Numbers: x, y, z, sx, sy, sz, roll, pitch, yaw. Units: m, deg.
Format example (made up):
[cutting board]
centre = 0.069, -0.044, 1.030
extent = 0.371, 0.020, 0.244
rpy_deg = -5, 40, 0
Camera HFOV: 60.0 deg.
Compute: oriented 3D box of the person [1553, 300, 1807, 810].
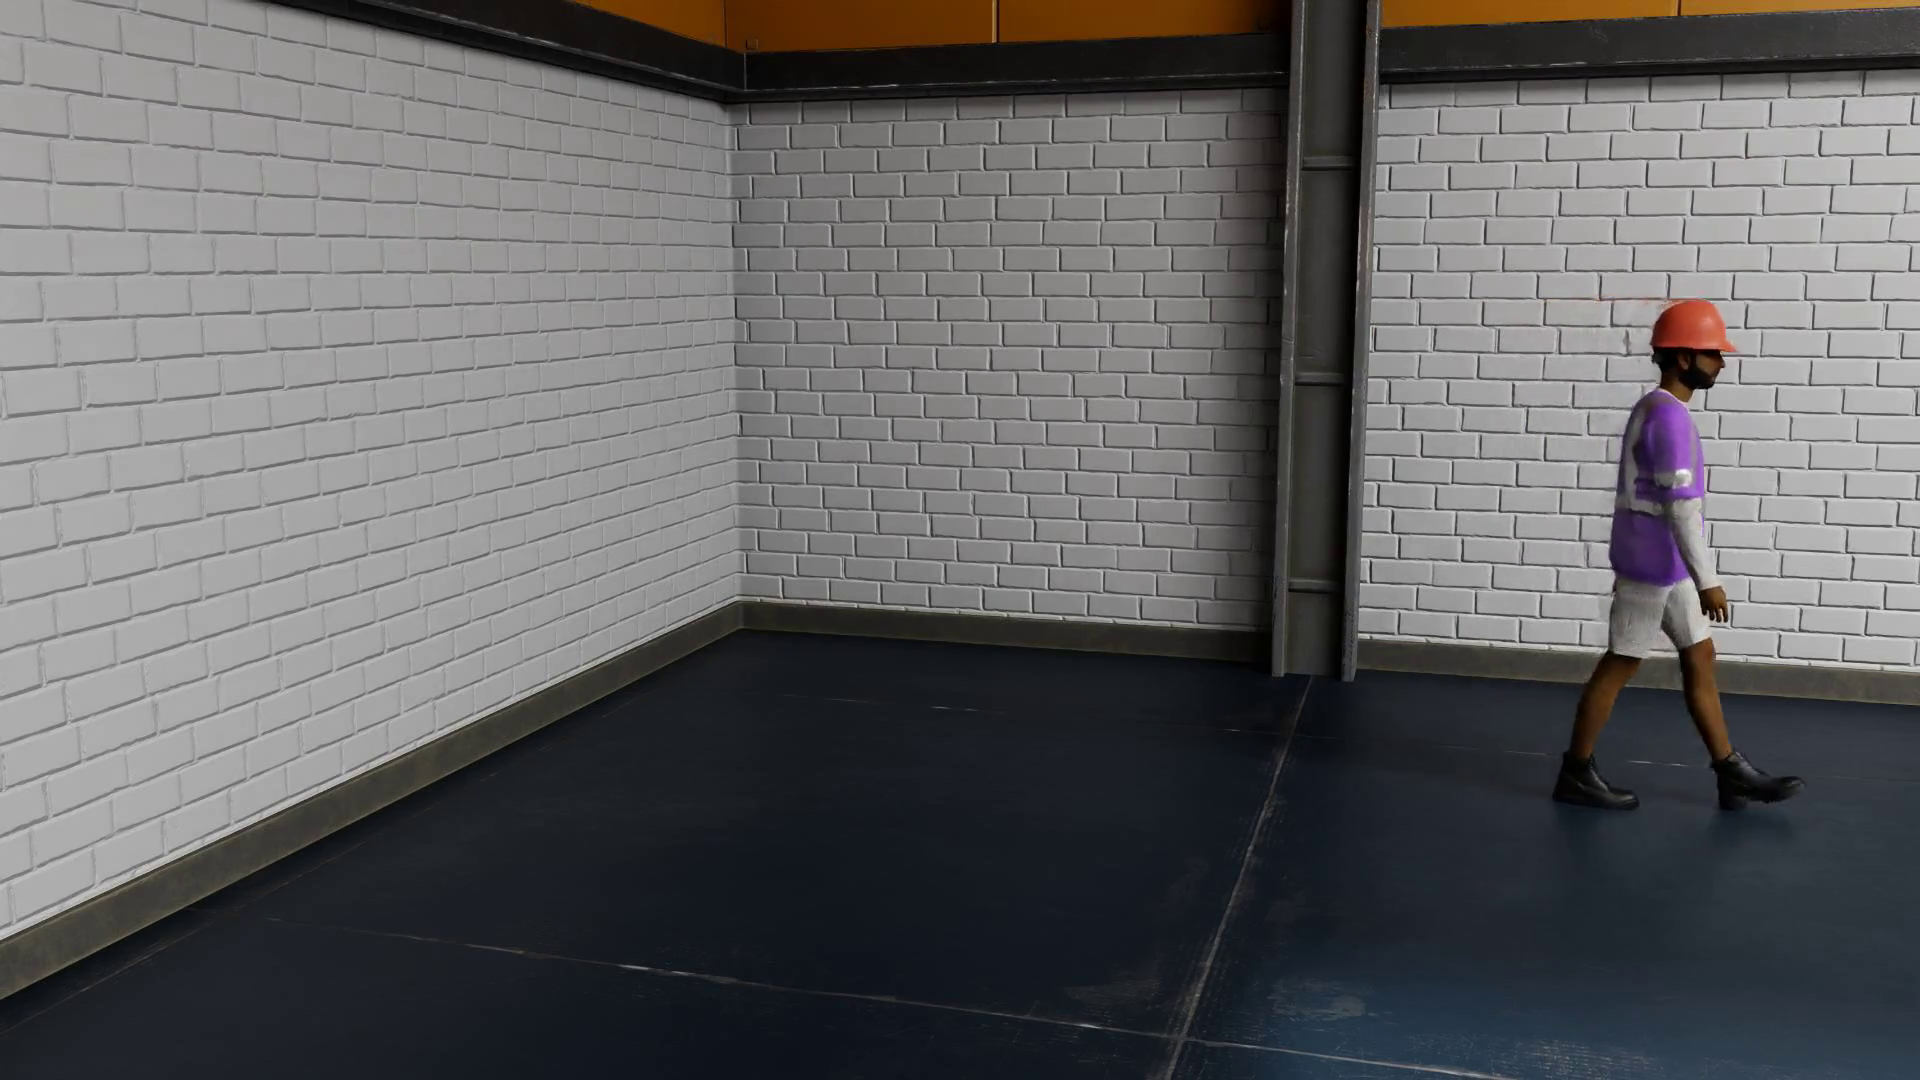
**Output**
[person]
centre = 2.670, 0.092, 6.054
extent = 0.945, 1.894, 0.555
rpy_deg = 4, 10, 25
